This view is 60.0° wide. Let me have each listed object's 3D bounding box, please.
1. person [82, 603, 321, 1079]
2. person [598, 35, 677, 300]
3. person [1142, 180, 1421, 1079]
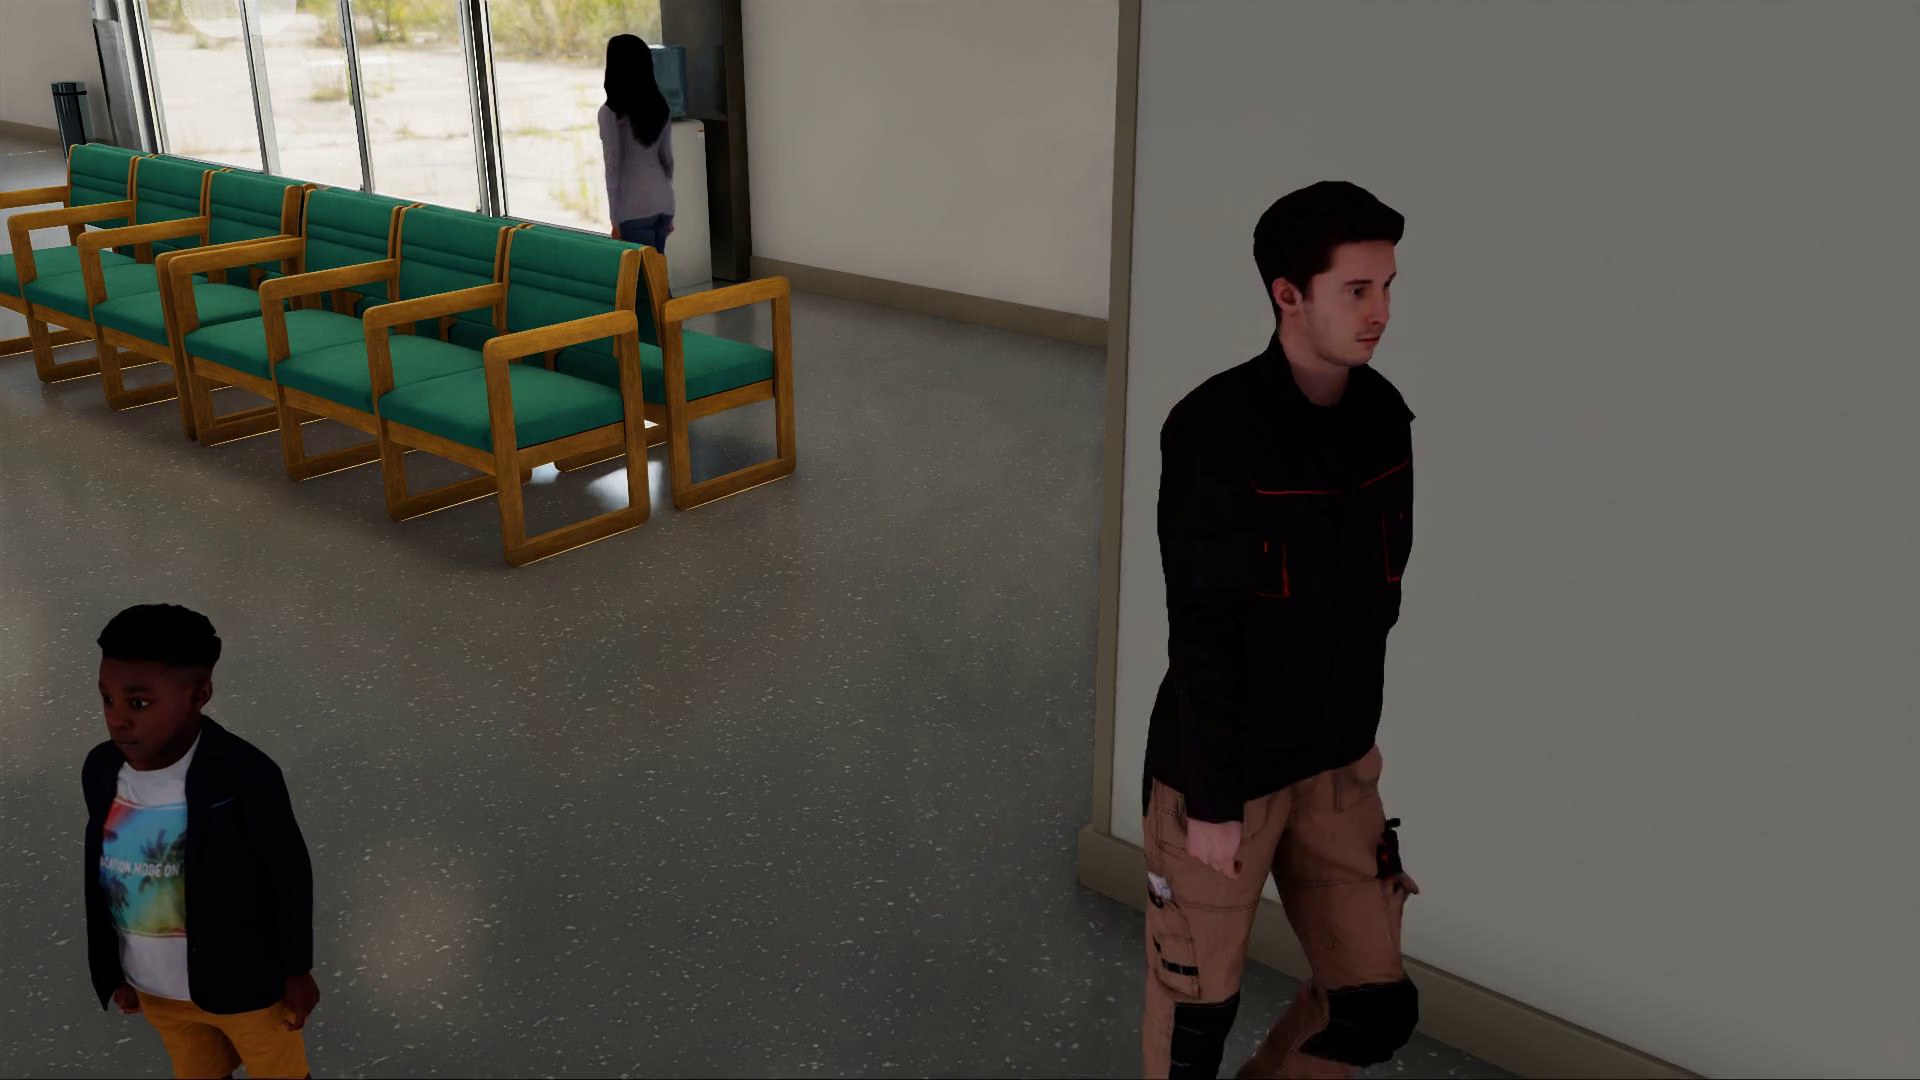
[{"bbox_3d":[-1.273,0.686,2.842,0.615,1.269,0.657,2,21,6],"label":"person"},{"bbox_3d":[-1.531,-1.607,8.265,0.685,1.718,0.593,12,24,28],"label":"person"},{"bbox_3d":[0.453,0.349,2.825,0.734,1.912,0.850,-11,24,-27],"label":"person"}]
